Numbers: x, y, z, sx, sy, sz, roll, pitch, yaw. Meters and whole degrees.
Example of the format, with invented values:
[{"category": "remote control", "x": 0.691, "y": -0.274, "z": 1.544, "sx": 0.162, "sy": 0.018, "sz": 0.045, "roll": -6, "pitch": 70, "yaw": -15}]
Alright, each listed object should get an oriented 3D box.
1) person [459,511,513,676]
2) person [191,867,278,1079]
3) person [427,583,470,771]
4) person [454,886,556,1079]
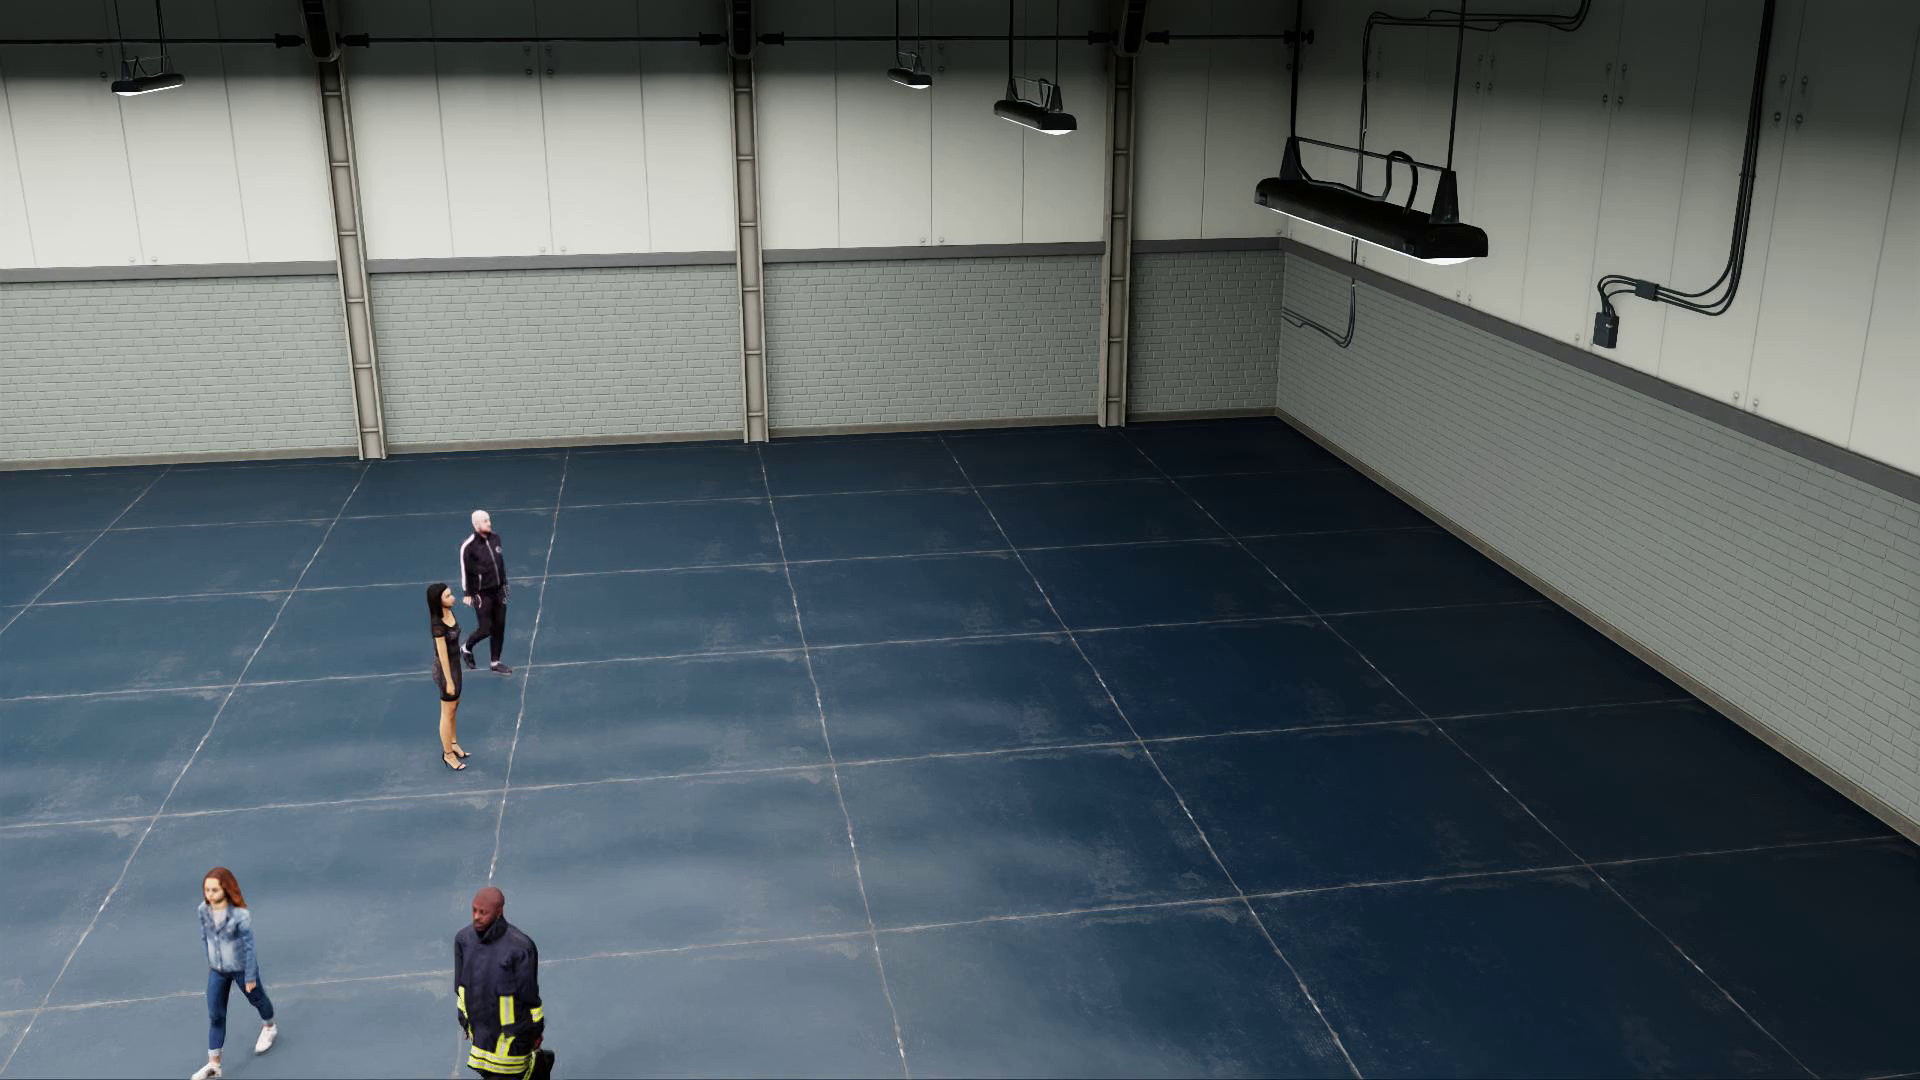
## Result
[{"category": "person", "x": -5.054, "y": 0.557, "z": 17.545, "sx": 0.962, "sy": 1.821, "sz": 0.894, "roll": 10, "pitch": 20, "yaw": 27}, {"category": "person", "x": -4.823, "y": 2.833, "z": 11.164, "sx": 0.986, "sy": 1.444, "sz": 0.865, "roll": 3, "pitch": 18, "yaw": 11}, {"category": "person", "x": -4.761, "y": 1.250, "z": 15.466, "sx": 0.499, "sy": 1.791, "sz": 0.604, "roll": -2, "pitch": 18, "yaw": -6}, {"category": "person", "x": -2.800, "y": 2.921, "z": 10.323, "sx": 1.195, "sy": 1.799, "sz": 1.164, "roll": 7, "pitch": 19, "yaw": 21}]
